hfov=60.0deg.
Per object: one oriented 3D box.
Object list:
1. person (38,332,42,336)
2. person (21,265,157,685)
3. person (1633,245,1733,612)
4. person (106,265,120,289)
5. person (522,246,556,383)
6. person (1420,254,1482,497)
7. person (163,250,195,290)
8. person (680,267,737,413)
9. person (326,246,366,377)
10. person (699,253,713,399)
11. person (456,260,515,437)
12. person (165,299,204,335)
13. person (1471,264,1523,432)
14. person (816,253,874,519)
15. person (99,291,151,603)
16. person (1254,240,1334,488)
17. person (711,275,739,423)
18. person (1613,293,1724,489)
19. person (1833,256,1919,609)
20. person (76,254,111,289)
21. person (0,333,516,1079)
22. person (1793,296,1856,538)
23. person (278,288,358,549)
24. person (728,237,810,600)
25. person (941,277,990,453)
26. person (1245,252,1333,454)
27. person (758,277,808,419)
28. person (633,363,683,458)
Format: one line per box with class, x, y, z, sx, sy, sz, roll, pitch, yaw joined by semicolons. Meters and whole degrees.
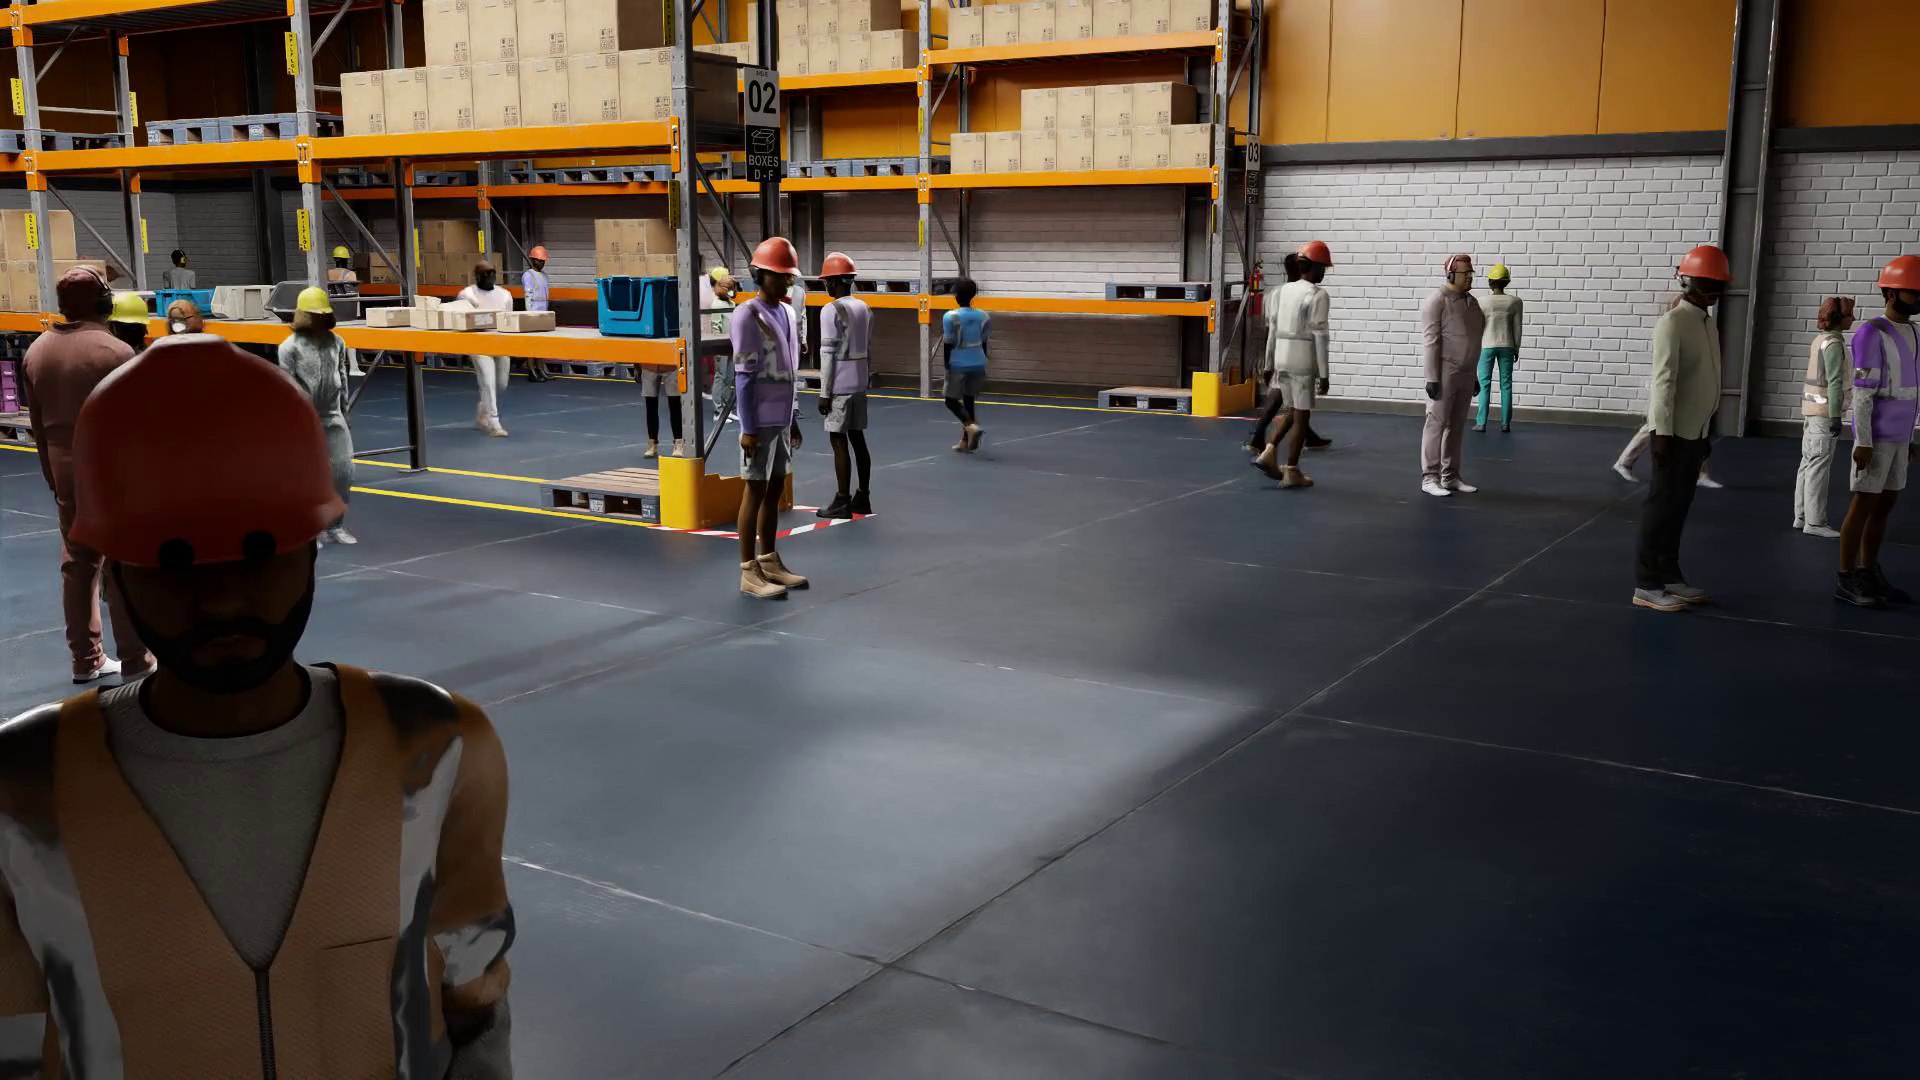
person;-11.618;-2.806;21.496;0.382;1.924;0.594;9;14;41
person;-3.870;-0.277;7.533;0.641;1.910;0.407;4;11;21
person;3.996;-0.613;9.158;0.395;1.990;0.619;10;14;43
person;-13.611;-3.605;26.758;0.366;1.620;0.534;-2;10;-9
person;-6.012;-3.221;23.772;0.376;1.934;0.547;3;11;16
person;3.939;-1.309;13.256;0.640;1.909;0.409;-8;13;-38
person;-12.384;-3.674;26.481;0.517;1.865;0.334;-1;10;-8
person;-2.894;-2.290;19.245;0.937;1.699;0.523;-5;11;-25
person;-9.165;-3.390;24.727;0.587;1.928;0.363;3;11;15
person;-3.442;-2.768;21.423;0.622;1.868;0.972;-8;13;-39
person;-4.934;-2.000;17.333;0.631;1.821;0.770;-9;14;-41
person;-5.367;-0.878;11.685;0.569;1.605;0.585;0;10;-2
person;5.642;-2.009;17.516;0.525;1.772;0.301;0;10;2
person;-0.863;-1.122;12.162;0.382;1.932;0.542;6;12;30
person;-4.441;-0.448;8.888;0.539;1.751;0.486;-10;14;-44
person;2.766;-1.422;13.574;0.539;2.016;0.676;-6;12;-29
person;-2.598;-2.122;18.512;0.278;1.632;0.508;3;11;17
person;5.854;-1.237;13.705;0.512;1.597;0.850;-9;14;-42
person;5.133;-0.590;9.183;0.553;1.935;0.362;-7;12;-34
person;-10.331;-2.471;19.810;0.947;1.872;0.657;4;11;21
person;-0.689;0.766;1.668;0.546;1.939;0.375;-6;12;-32
person;5.942;-0.844;11.415;0.311;1.642;0.513;3;11;14
person;-4.207;-0.786;10.892;0.461;1.716;0.503;7;12;33
person;-1.060;-0.690;9.470;0.403;2.036;0.609;4;11;21
person;0.081;-1.623;15.624;0.540;1.682;0.540;-7;12;-33
person;3.134;-1.761;15.754;1.024;1.914;0.624;-4;11;-22
person;-1.990;-2.268;18.779;0.600;1.828;0.404;-5;11;-27
person;-2.787;-1.593;15.439;0.533;1.686;0.329;0;10;2
